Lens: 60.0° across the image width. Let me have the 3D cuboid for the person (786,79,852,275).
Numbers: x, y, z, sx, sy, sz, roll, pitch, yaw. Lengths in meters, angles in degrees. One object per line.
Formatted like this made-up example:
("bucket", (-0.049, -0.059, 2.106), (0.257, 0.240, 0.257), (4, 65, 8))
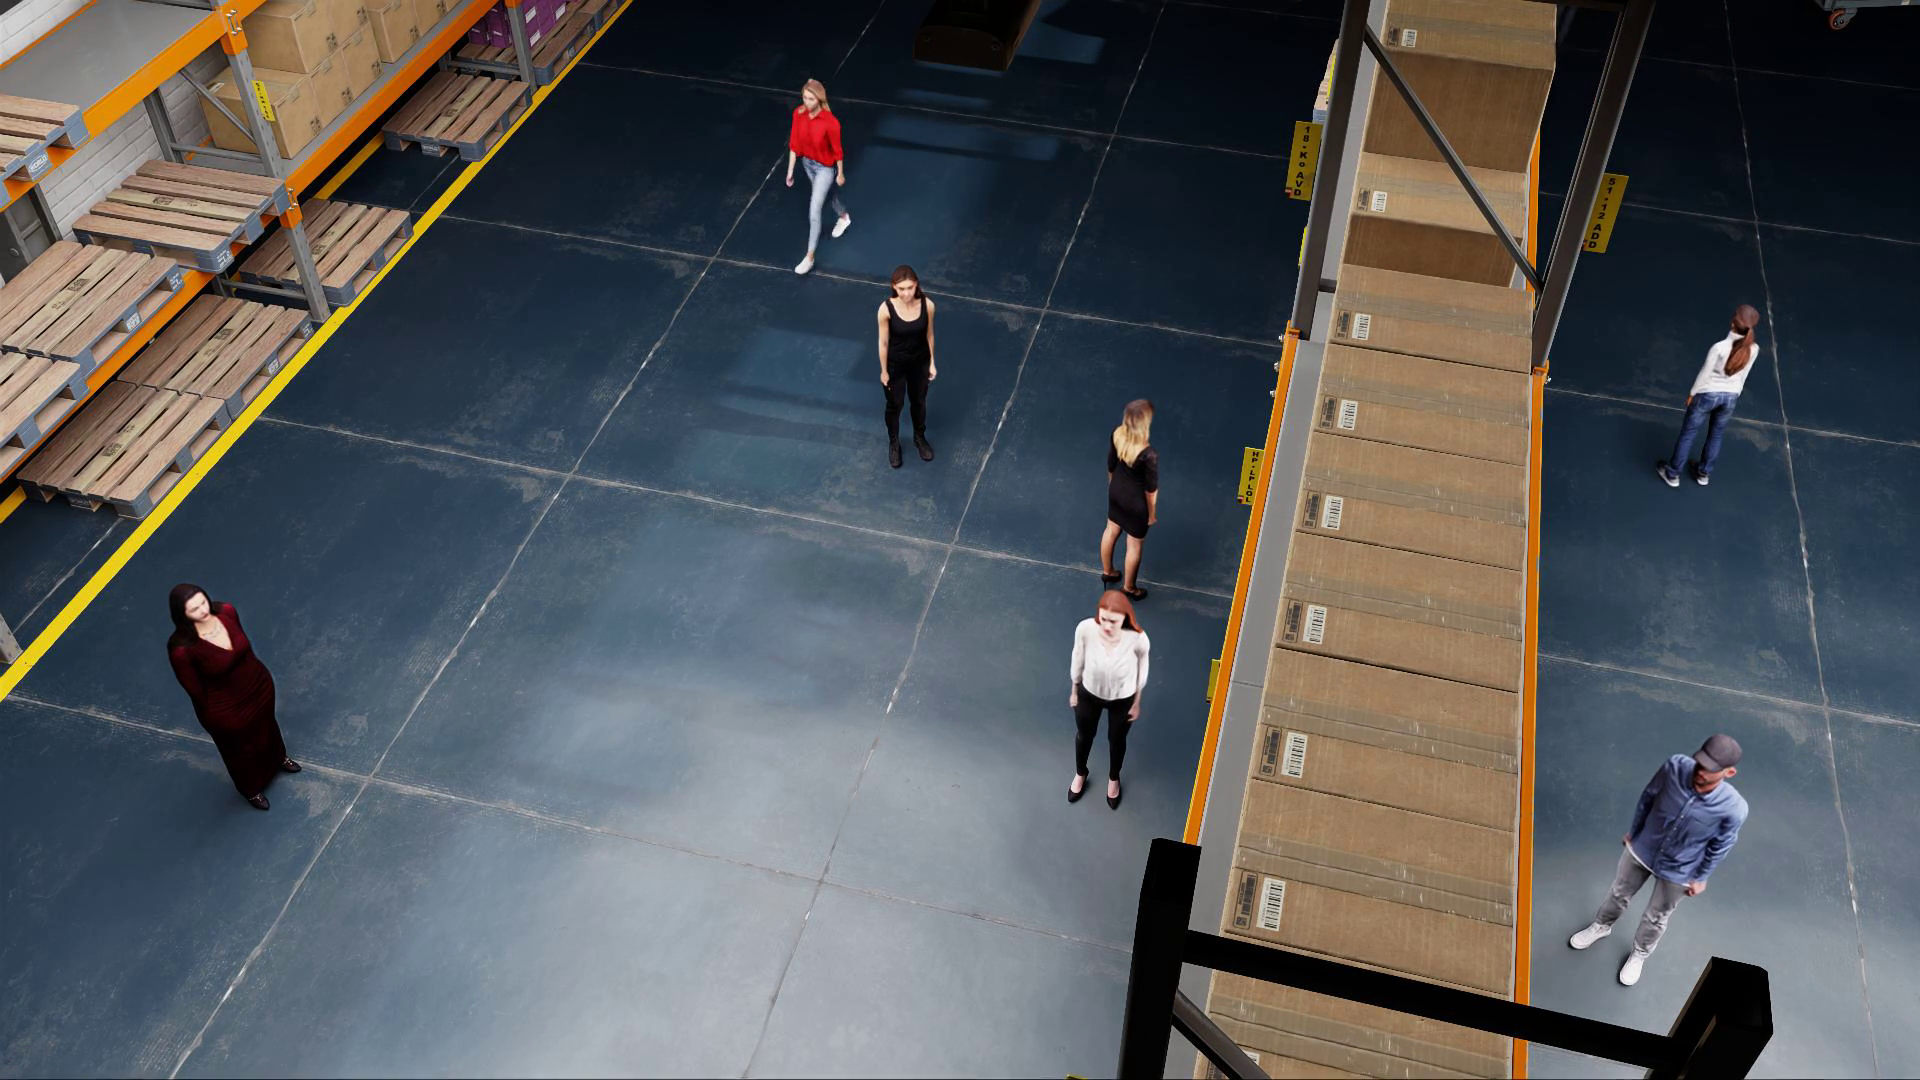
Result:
("person", (-1.170, -3.196, 14.236), (0.869, 1.658, 1.224), (23, 48, 23))

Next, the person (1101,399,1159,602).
("person", (1.138, -0.271, 11.153), (0.647, 1.675, 0.620), (-30, 51, -27))

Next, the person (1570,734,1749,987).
("person", (3.800, 1.686, 8.946), (0.761, 1.887, 0.744), (-32, 52, -29))

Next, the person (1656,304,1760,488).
("person", (5.475, -1.036, 12.042), (0.575, 1.557, 0.591), (0, 44, 0))

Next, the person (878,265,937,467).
("person", (-0.391, -1.295, 12.219), (0.679, 1.688, 0.707), (-11, 45, -12))

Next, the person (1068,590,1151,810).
("person", (0.865, 0.940, 9.822), (0.599, 1.759, 0.486), (9, 44, 10))

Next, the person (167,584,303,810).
("person", (-4.334, 0.901, 9.863), (0.734, 1.758, 0.553), (14, 45, 15))
